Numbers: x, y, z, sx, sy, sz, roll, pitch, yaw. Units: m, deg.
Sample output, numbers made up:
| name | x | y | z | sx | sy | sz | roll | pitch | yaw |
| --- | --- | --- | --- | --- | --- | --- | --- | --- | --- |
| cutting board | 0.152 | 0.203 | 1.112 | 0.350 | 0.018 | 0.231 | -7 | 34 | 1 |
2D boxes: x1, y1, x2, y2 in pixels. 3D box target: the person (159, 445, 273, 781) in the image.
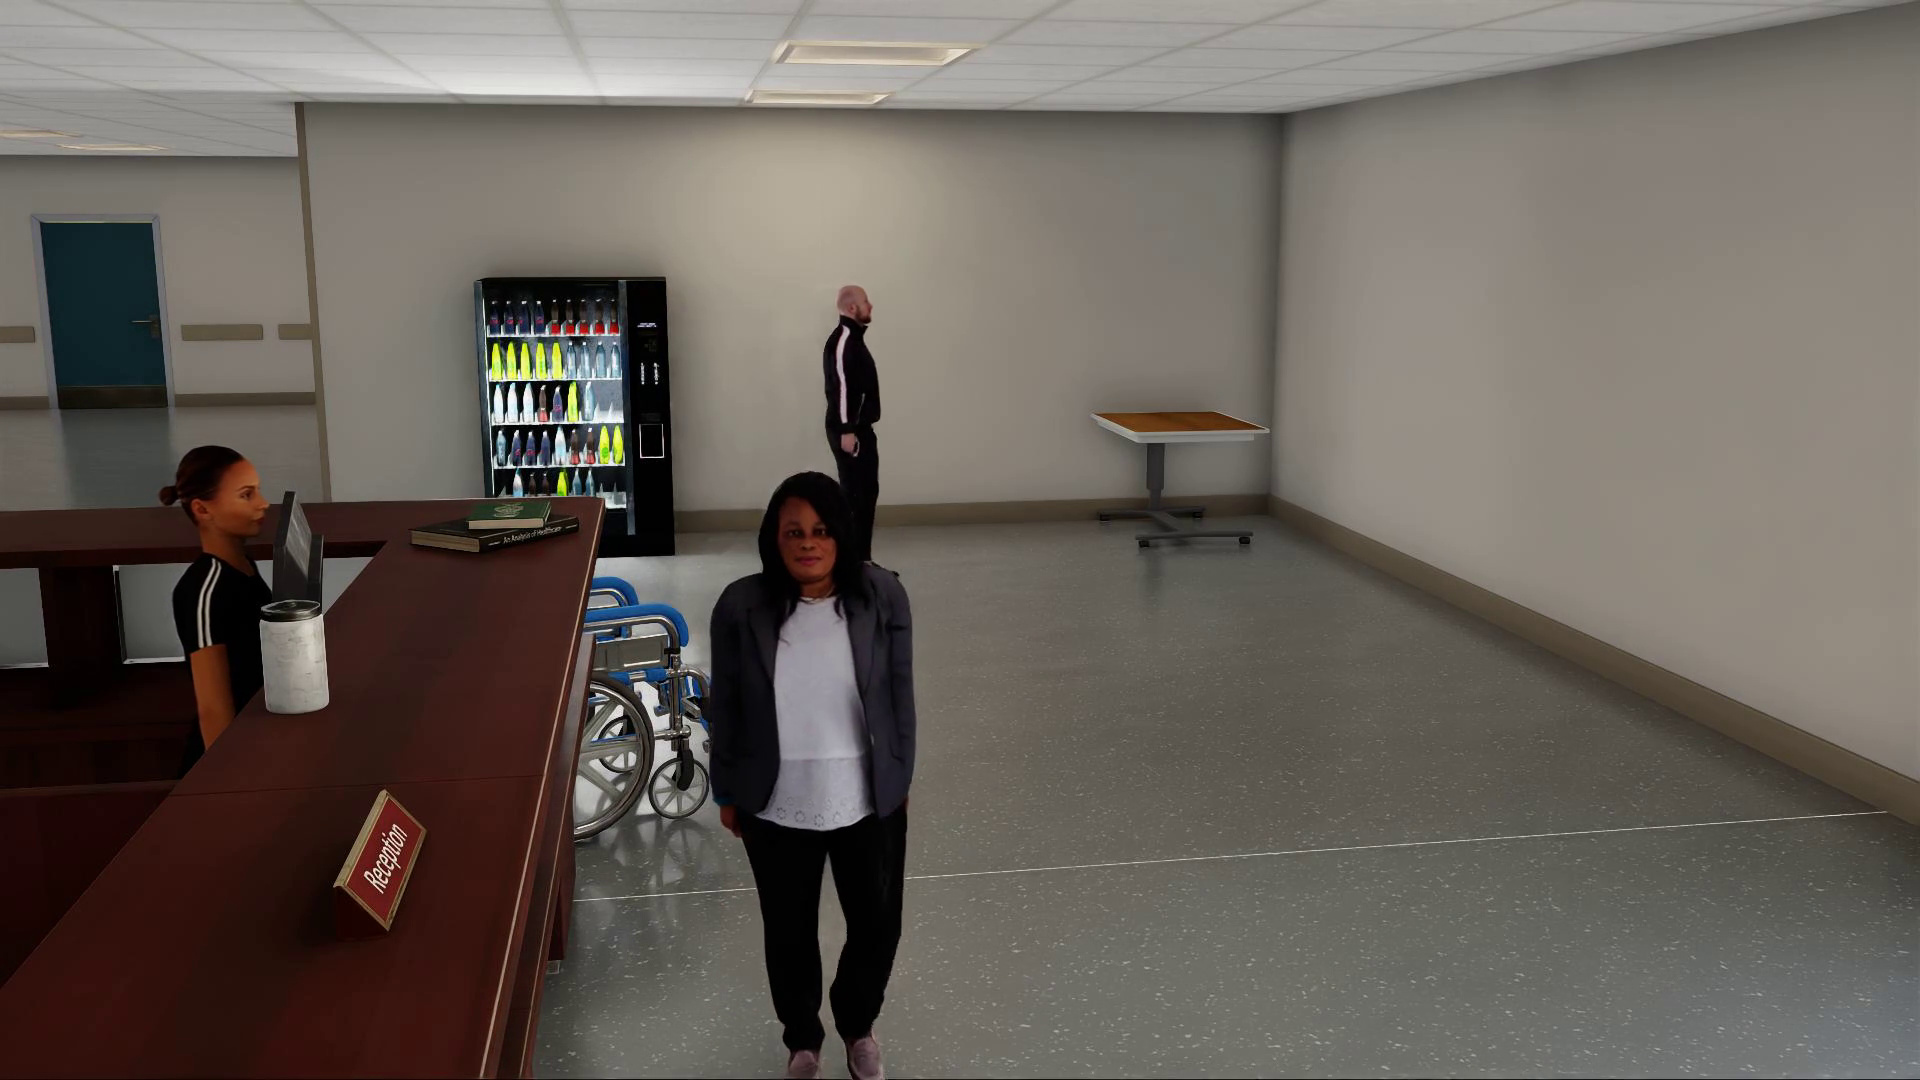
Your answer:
| name | x | y | z | sx | sy | sz | roll | pitch | yaw |
| --- | --- | --- | --- | --- | --- | --- | --- | --- | --- |
| person | -1.807 | 0.588 | 4.153 | 0.485 | 1.669 | 0.577 | -2 | 11 | -9 |

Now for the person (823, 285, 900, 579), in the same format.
| name | x | y | z | sx | sy | sz | roll | pitch | yaw |
| --- | --- | --- | --- | --- | --- | --- | --- | --- | --- |
| person | -0.749 | -0.618 | 10.098 | 1.026 | 1.821 | 0.835 | 1 | 11 | 5 |

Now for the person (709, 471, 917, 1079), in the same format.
| name | x | y | z | sx | sy | sz | roll | pitch | yaw |
| --- | --- | --- | --- | --- | --- | --- | --- | --- | --- |
| person | -0.357 | 0.614 | 4.236 | 0.579 | 1.586 | 0.737 | -2 | 11 | -8 |
